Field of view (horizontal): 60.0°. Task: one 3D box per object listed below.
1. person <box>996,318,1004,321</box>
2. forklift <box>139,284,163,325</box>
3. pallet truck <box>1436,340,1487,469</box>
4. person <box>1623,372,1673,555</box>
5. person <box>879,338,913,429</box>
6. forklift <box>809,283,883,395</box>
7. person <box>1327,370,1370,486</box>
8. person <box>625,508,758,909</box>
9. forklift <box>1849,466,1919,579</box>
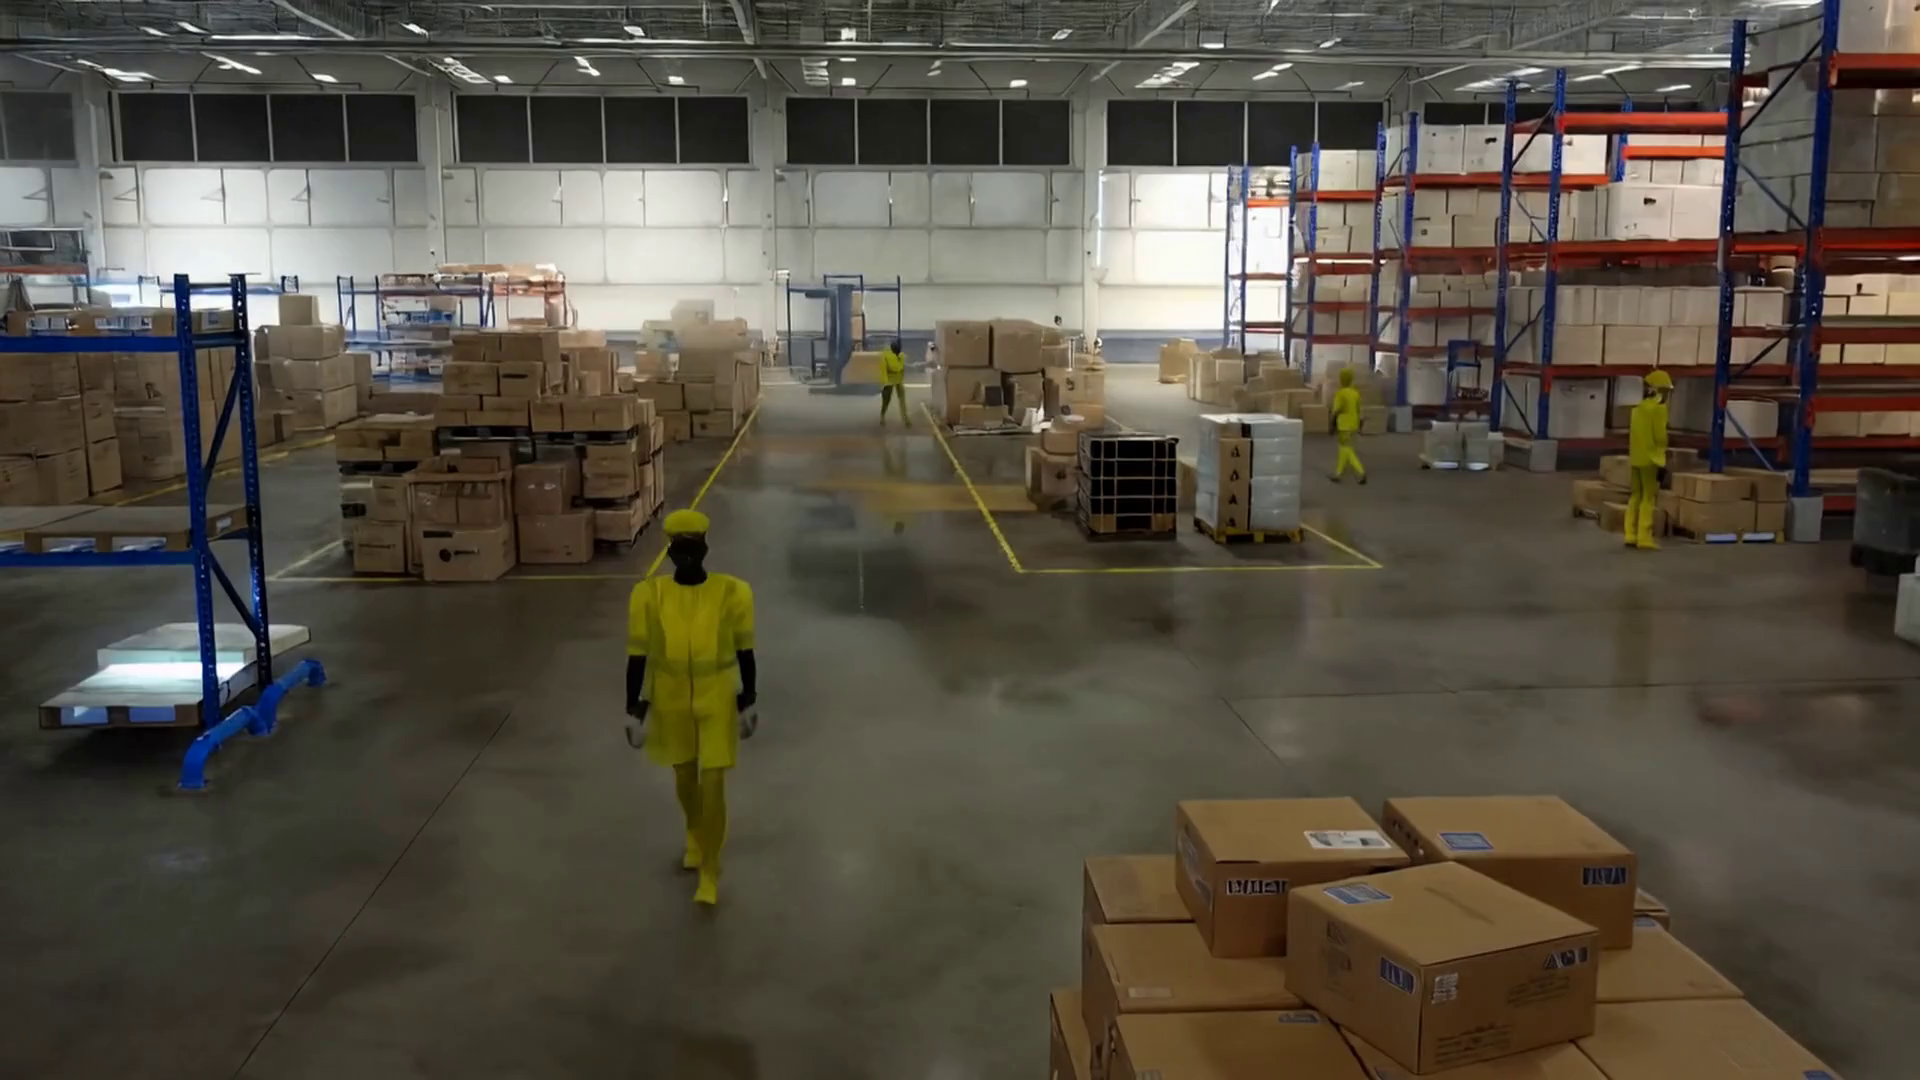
[{"bbox_3d":[0.990,-4.710,42.561,0.368,1.933,0.552,-4,10,-24],"label":"person"},{"bbox_3d":[-18.064,-4.339,37.273,1.873,2.768,1.129,-5,10,-30],"label":"forklift"},{"bbox_3d":[8.004,-2.170,26.422,0.823,1.965,1.885,2,9,14],"label":"pallet truck"},{"bbox_3d":[7.515,-0.840,18.106,0.407,1.982,0.623,-1,9,-8],"label":"person"},{"bbox_3d":[-1.308,-3.098,32.920,0.627,1.794,0.976,-5,10,-28],"label":"person"},{"bbox_3d":[-2.867,-5.082,41.940,1.873,2.768,1.129,-1,9,-4],"label":"forklift"},{"bbox_3d":[5.640,-1.618,23.992,0.529,1.664,0.776,-8,12,-41],"label":"person"},{"bbox_3d":[-1.313,0.792,8.098,0.620,1.905,1.011,0,9,0],"label":"person"},{"bbox_3d":[10.045,-1.015,16.406,1.873,2.768,1.129,-1,9,-4],"label":"forklift"}]
